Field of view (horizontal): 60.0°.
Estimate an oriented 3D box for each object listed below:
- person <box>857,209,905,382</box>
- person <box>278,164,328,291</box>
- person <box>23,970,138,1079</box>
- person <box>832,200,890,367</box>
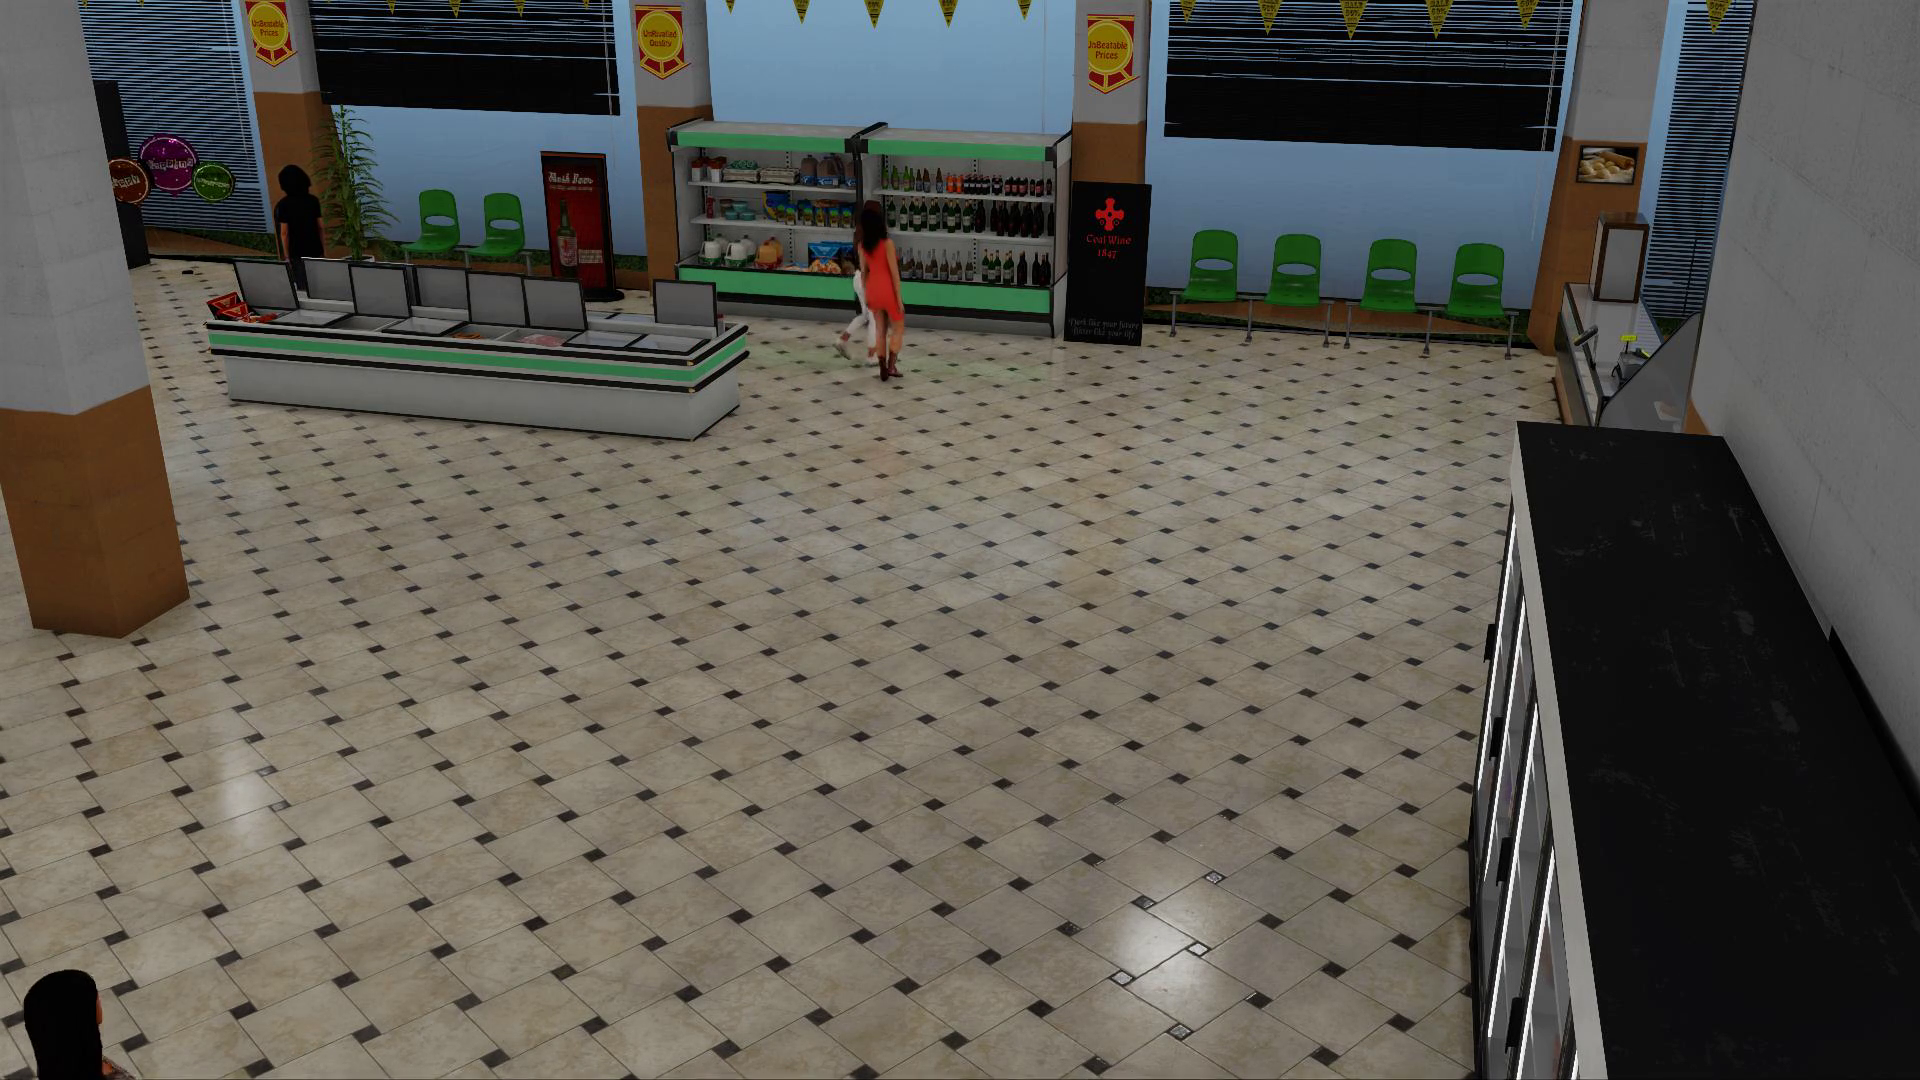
[{"bbox_3d":[-0.759,-2.365,16.296,0.628,1.677,0.798,19,28,39],"label":"person"},{"bbox_3d":[-7.091,-3.144,18.036,0.702,1.826,0.712,-19,29,-40],"label":"person"},{"bbox_3d":[-2.682,2.125,5.206,0.810,1.614,0.727,-18,28,-37],"label":"person"},{"bbox_3d":[-1.003,-2.569,16.792,0.955,1.687,0.886,-8,23,-20],"label":"person"}]
